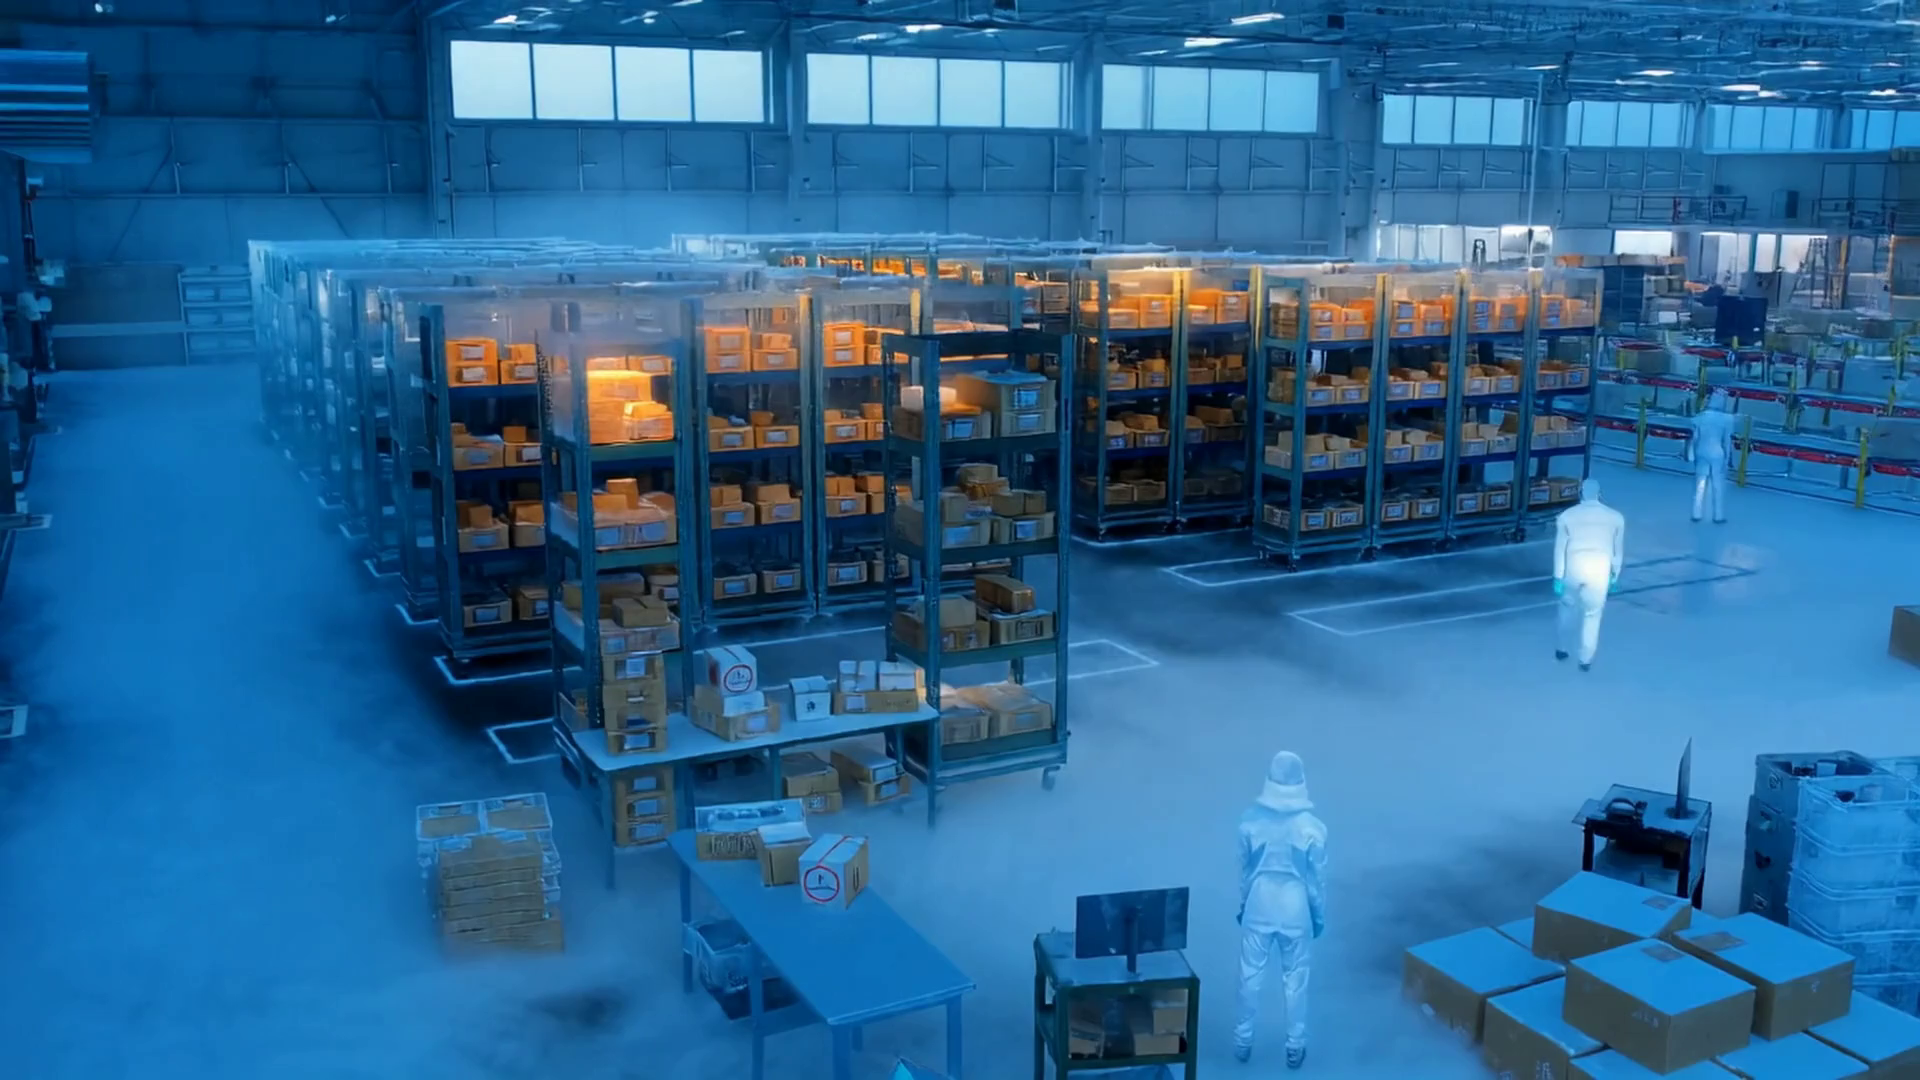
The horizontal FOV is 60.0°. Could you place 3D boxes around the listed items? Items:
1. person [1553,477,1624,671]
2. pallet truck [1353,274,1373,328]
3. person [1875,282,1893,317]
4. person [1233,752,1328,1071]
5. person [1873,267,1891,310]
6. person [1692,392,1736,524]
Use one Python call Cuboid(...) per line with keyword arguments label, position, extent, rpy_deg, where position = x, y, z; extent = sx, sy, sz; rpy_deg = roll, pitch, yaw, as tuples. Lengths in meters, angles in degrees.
Cuboid(label="person", position=(6.192, 0.306, 16.459), extent=(0.647, 1.872, 0.876), rpy_deg=(4, 13, 17))
Cuboid(label="pallet truck", position=(13.011, -8.050, 55.243), extent=(0.823, 1.965, 1.885), rpy_deg=(-7, 14, -28))
Cuboid(label="person", position=(27.709, -6.838, 49.967), extent=(0.516, 1.843, 0.782), rpy_deg=(-2, 12, -7))
Cuboid(label="person", position=(1.714, 1.983, 8.943), extent=(0.485, 1.735, 0.343), rpy_deg=(3, 12, 15))
Cuboid(label="person", position=(33.142, -8.911, 59.816), extent=(0.533, 1.767, 0.327), rpy_deg=(7, 14, 29))
Cuboid(label="person", position=(10.529, -1.143, 23.289), extent=(0.566, 1.847, 0.389), rpy_deg=(10, 16, 40))
